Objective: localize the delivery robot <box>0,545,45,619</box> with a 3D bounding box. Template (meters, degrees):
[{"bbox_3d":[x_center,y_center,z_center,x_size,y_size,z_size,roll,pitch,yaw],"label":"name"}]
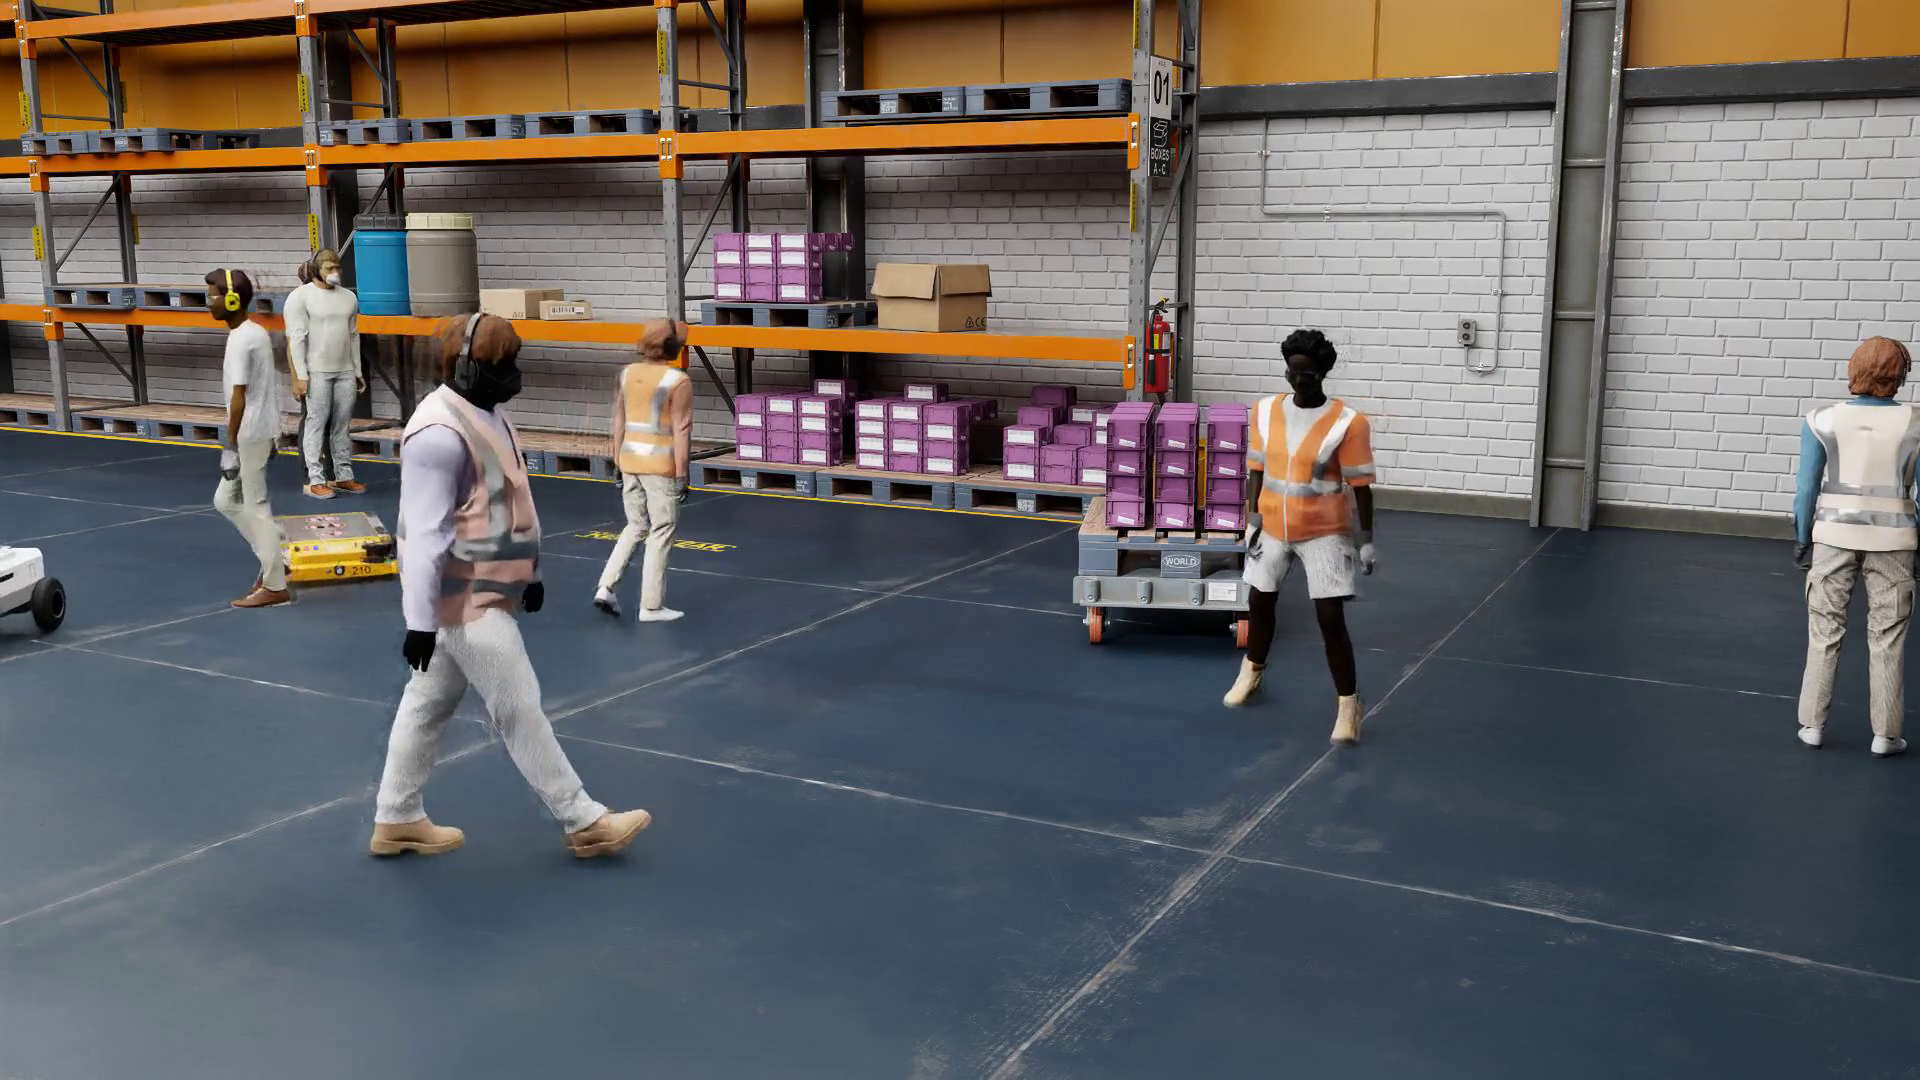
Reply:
[{"bbox_3d":[-4.873,0.200,8.283,0.477,0.478,0.707,-2,10,-6],"label":"delivery robot"}]

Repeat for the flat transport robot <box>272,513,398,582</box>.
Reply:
[{"bbox_3d":[-3.914,0.019,10.320,0.652,0.197,1.431,-5,11,-24],"label":"flat transport robot"}]

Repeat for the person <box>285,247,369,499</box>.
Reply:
[{"bbox_3d":[-4.918,-1.300,12.982,0.373,1.939,0.628,6,12,30],"label":"person"}]

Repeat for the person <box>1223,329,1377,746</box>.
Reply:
[{"bbox_3d":[1.412,-0.037,6.848,0.721,1.655,0.465,8,13,39],"label":"person"}]

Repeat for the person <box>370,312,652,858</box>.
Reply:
[{"bbox_3d":[-1.491,0.172,5.329,0.962,1.782,0.745,-1,10,-5],"label":"person"}]

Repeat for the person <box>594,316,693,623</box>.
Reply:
[{"bbox_3d":[-1.630,-0.354,8.673,0.531,1.614,0.468,8,13,38],"label":"person"}]

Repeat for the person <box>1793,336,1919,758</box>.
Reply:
[{"bbox_3d":[3.528,0.031,6.496,0.512,1.642,0.312,7,12,33],"label":"person"}]

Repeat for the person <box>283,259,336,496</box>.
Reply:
[{"bbox_3d":[-5.030,-1.271,13.074,0.335,1.845,0.513,6,12,31],"label":"person"}]

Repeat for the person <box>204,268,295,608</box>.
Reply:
[{"bbox_3d":[-3.880,-0.535,9.014,0.420,1.852,0.573,-3,11,-15],"label":"person"}]
